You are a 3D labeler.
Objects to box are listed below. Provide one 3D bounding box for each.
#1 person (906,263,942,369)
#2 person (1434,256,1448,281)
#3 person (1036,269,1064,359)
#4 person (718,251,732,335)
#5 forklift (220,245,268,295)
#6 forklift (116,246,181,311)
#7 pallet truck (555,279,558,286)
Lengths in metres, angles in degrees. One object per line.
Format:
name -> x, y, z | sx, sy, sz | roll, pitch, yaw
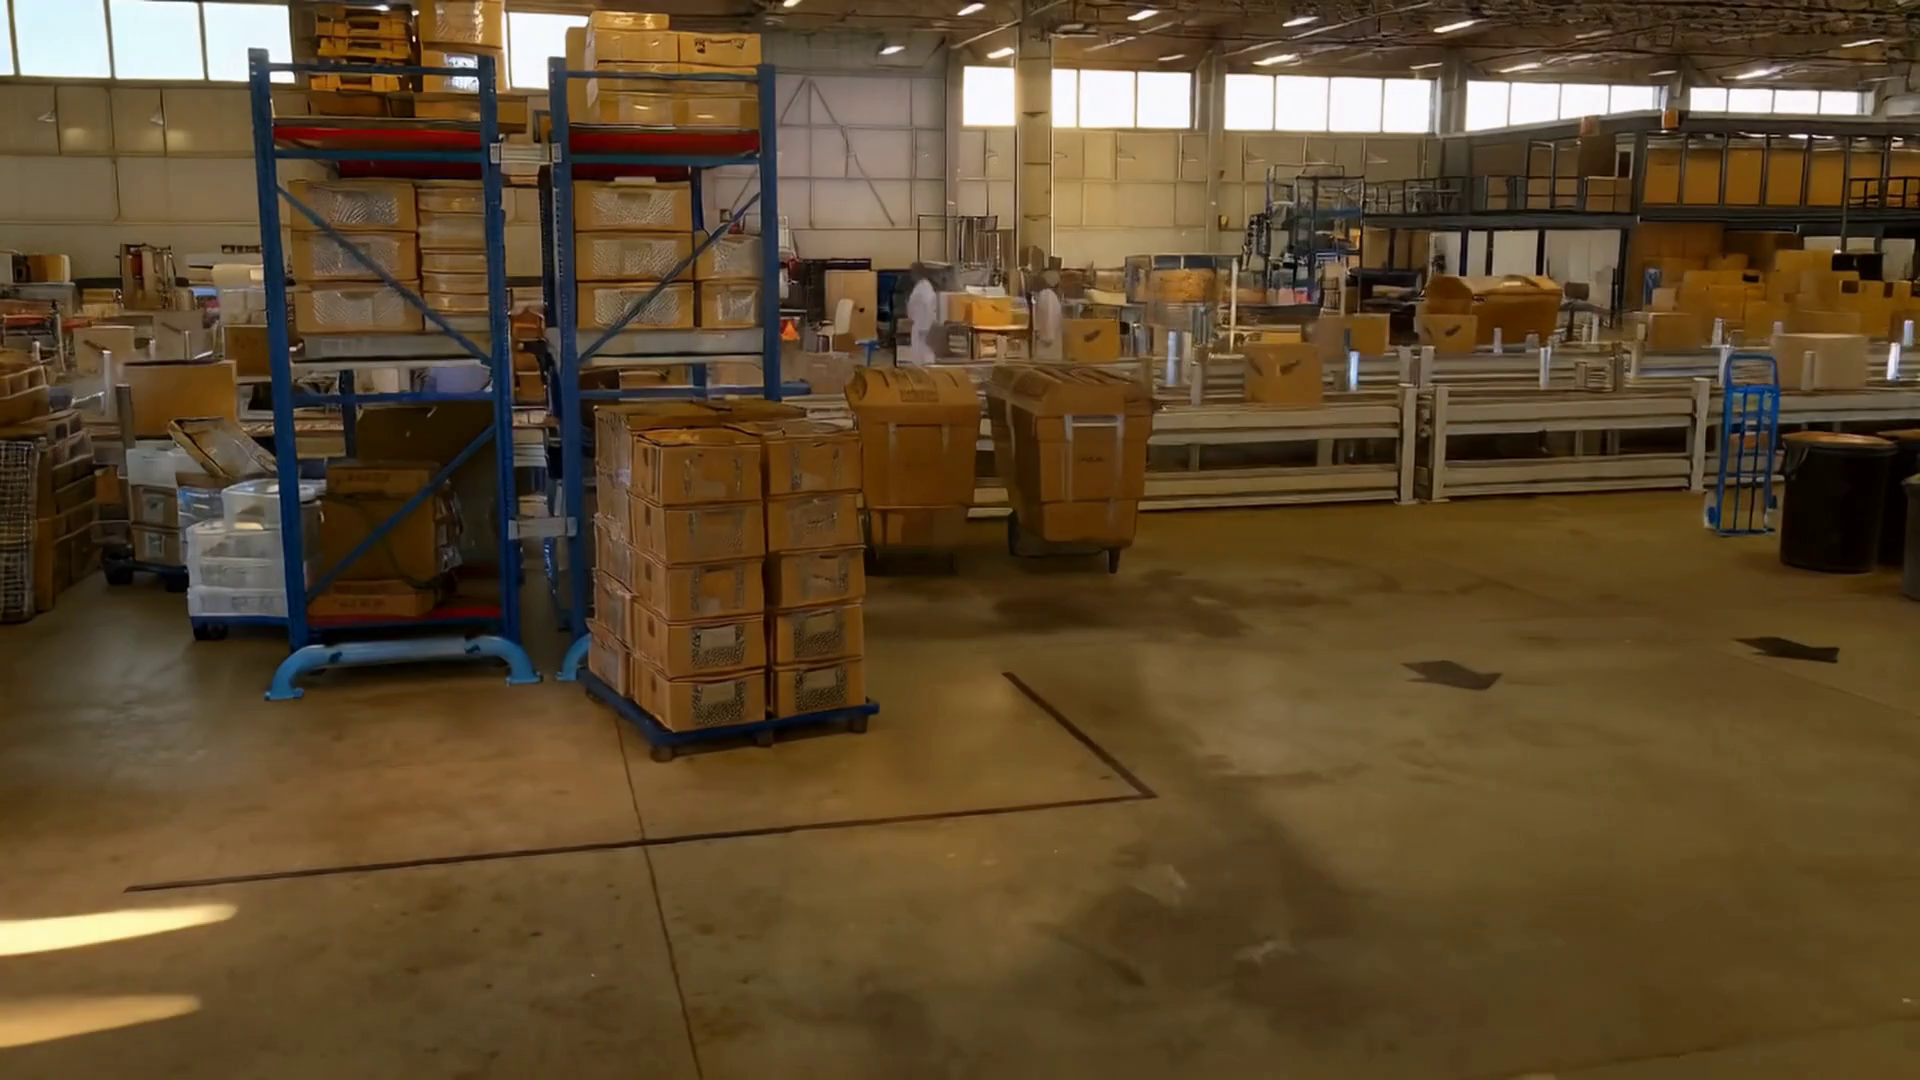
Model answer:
person -> -0.534, -3.290, 25.429 | 0.749, 1.883, 0.649 | -2, 10, -10
person -> 16.432, -8.842, 57.098 | 0.521, 1.810, 0.900 | -4, 11, -19
person -> 1.224, -2.977, 23.845 | 0.706, 1.811, 0.596 | -3, 10, -14
person -> -4.342, -4.378, 31.112 | 0.379, 2.045, 0.605 | -2, 10, -9
forklift -> -17.749, -6.334, 41.440 | 1.157, 1.987, 2.680 | -3, 10, -17
forklift -> -19.966, -6.232, 40.894 | 1.157, 1.987, 2.680 | -3, 10, -15
pallet truck -> -10.604, -6.375, 44.520 | 0.653, 1.274, 1.630 | -3, 10, -15
